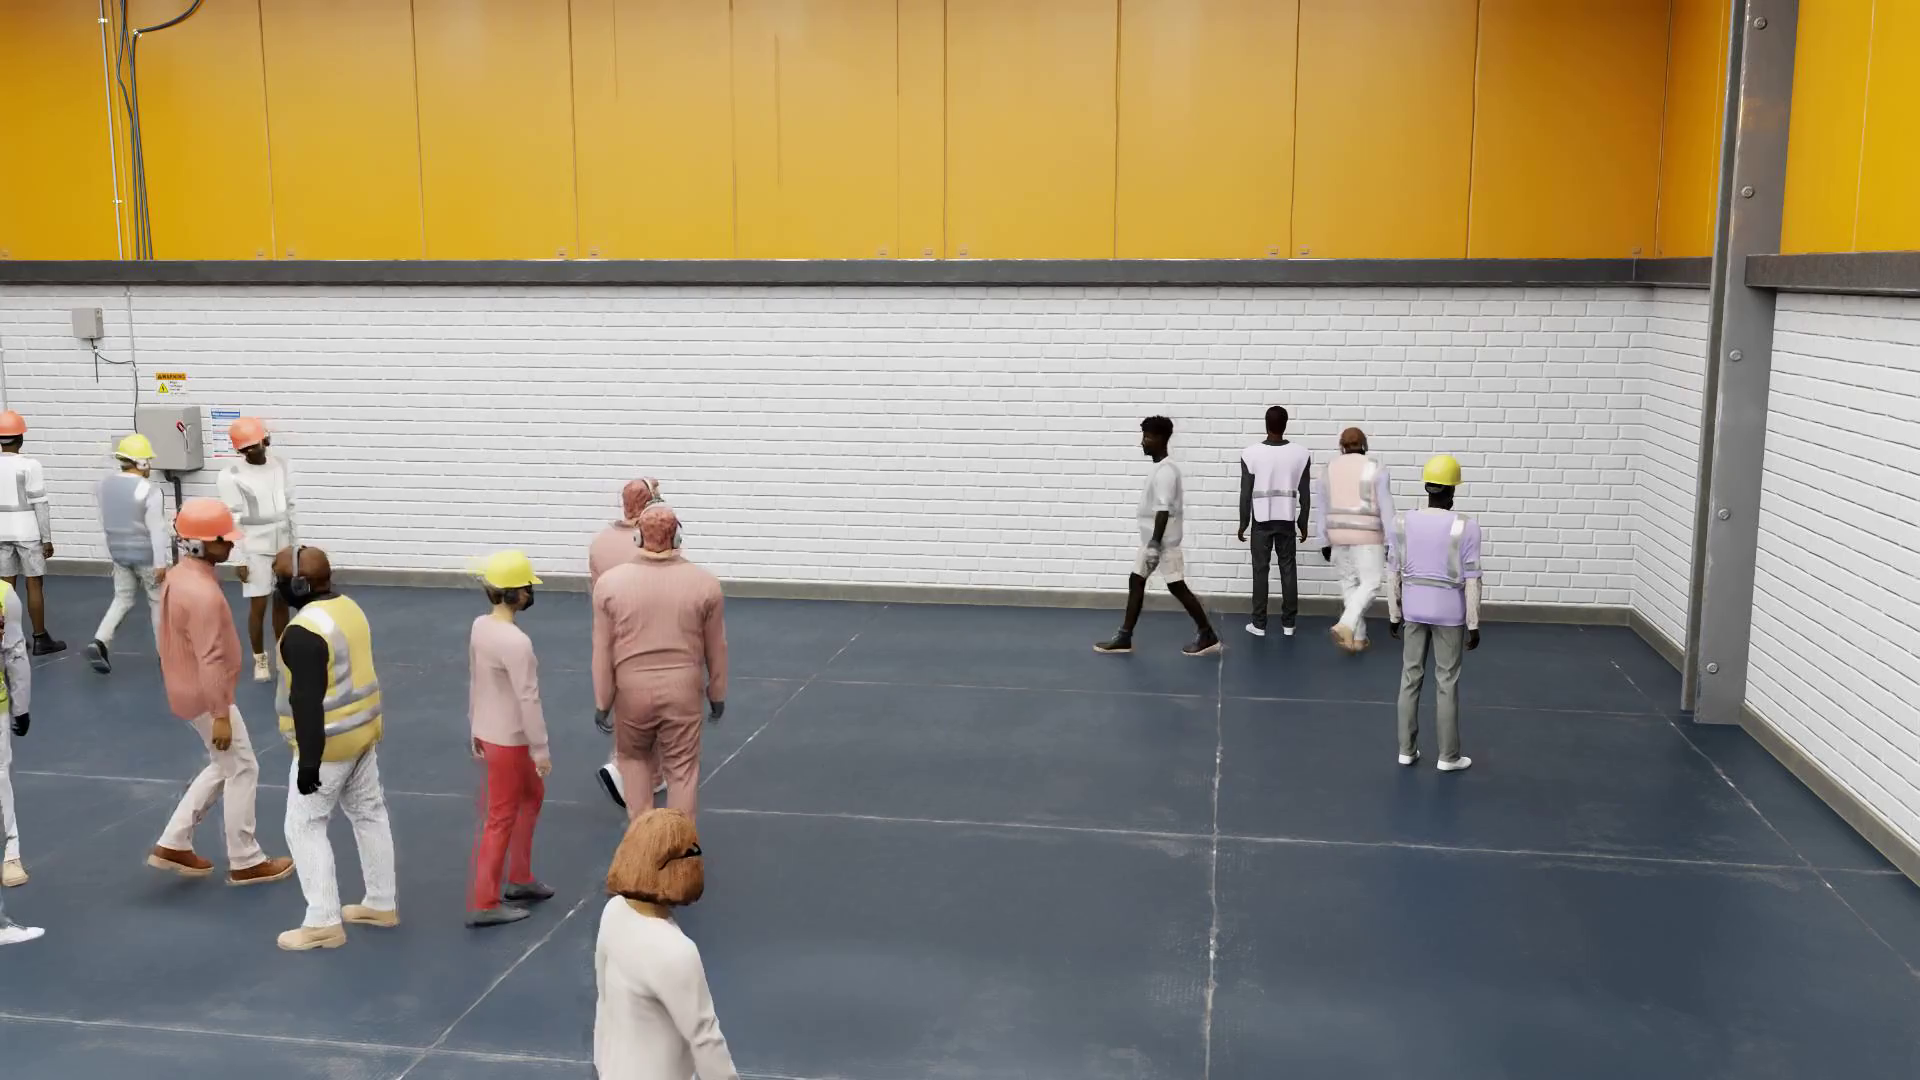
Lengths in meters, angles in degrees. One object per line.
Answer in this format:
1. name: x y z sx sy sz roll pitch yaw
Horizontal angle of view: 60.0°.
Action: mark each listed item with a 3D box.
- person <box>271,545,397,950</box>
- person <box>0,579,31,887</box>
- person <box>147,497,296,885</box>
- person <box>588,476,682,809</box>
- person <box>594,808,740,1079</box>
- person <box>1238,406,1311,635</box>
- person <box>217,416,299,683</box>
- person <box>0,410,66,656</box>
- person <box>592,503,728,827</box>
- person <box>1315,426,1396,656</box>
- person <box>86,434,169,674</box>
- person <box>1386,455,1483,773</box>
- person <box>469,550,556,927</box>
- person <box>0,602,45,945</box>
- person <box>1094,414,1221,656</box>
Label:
1. person: -2.867 0.925 7.517 0.519 1.820 0.642 0 9 1
2. person: -4.860 0.829 8.071 0.642 1.832 0.431 -5 11 -29
3. person: -3.636 0.754 8.090 0.602 1.965 0.638 -6 11 -33
4. person: -1.818 0.584 9.383 0.646 1.885 0.681 6 11 32
5. person: -0.738 1.511 4.542 0.769 1.603 0.501 -5 10 -28
6. person: 2.613 -0.155 13.827 0.596 1.916 0.374 0 9 -3
7. person: -5.091 0.056 12.355 0.399 1.991 0.838 4 10 23
8. person: -7.408 -0.049 13.101 0.545 1.942 0.352 1 9 5
9. person: -1.493 0.754 8.312 0.669 1.886 0.516 -2 9 -13
10. person: 3.073 0.020 13.130 0.691 1.802 0.705 8 12 41
11. person: -6.227 0.110 12.521 0.594 1.812 0.758 2 10 14
12. person: 2.879 0.445 10.096 0.586 1.928 0.369 7 11 36
13. person: -2.046 0.913 7.743 0.599 1.748 0.553 -7 11 -36
14. person: -4.443 1.049 7.325 0.554 1.610 0.534 -7 12 -38
15. person: 1.604 -0.028 13.052 0.988 1.923 0.618 0 9 0
